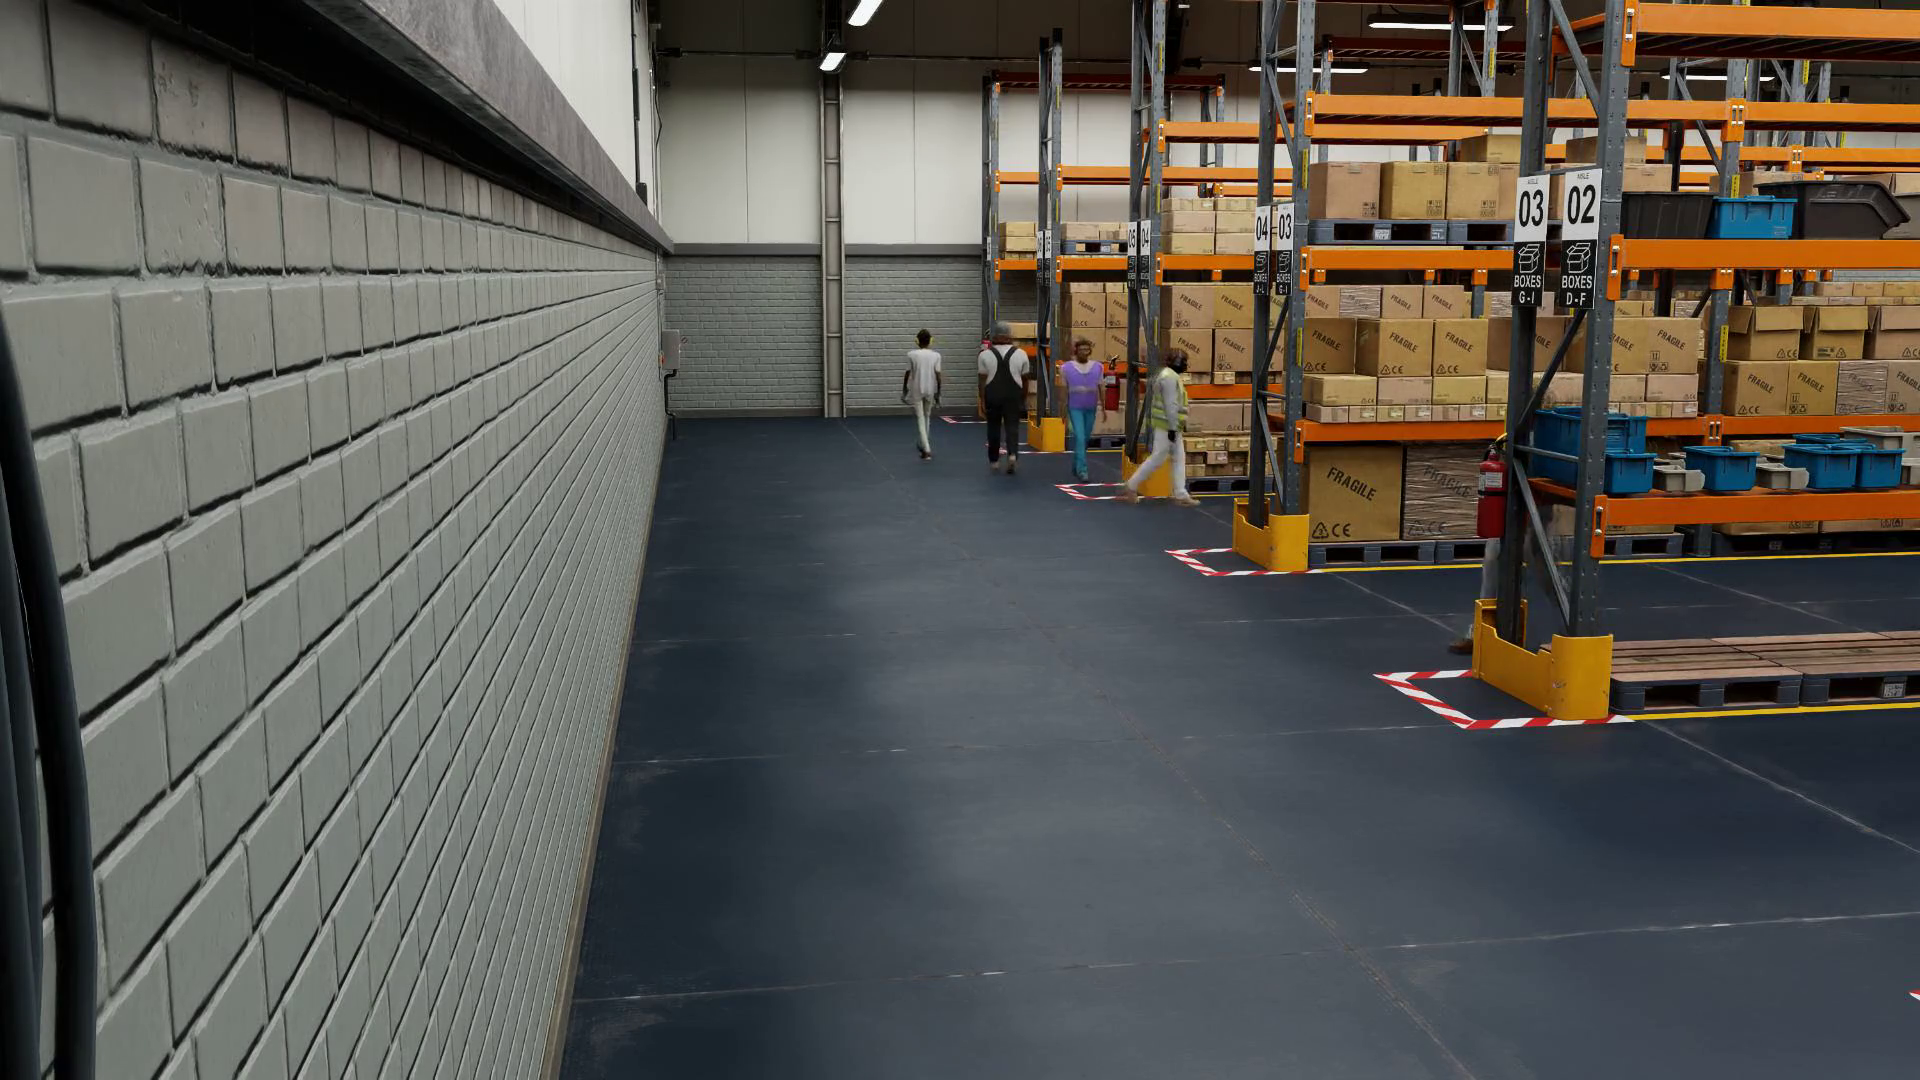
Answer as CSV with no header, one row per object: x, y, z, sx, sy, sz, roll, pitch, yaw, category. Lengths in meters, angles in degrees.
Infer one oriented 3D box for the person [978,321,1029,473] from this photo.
0.573,-1.911,21.934,0.684,2.000,0.957,0,9,-2,person

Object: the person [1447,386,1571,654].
3.919,-0.135,11.449,0.998,1.896,0.641,-2,9,-10,person

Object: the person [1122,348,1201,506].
2.280,-1.274,18.785,0.860,1.799,0.679,2,9,11,person

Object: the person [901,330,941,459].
-0.540,-2.069,23.600,0.509,1.818,0.976,-3,10,-17,person

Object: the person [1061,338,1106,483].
1.547,-1.662,21.109,0.578,1.816,0.861,-2,9,-13,person
